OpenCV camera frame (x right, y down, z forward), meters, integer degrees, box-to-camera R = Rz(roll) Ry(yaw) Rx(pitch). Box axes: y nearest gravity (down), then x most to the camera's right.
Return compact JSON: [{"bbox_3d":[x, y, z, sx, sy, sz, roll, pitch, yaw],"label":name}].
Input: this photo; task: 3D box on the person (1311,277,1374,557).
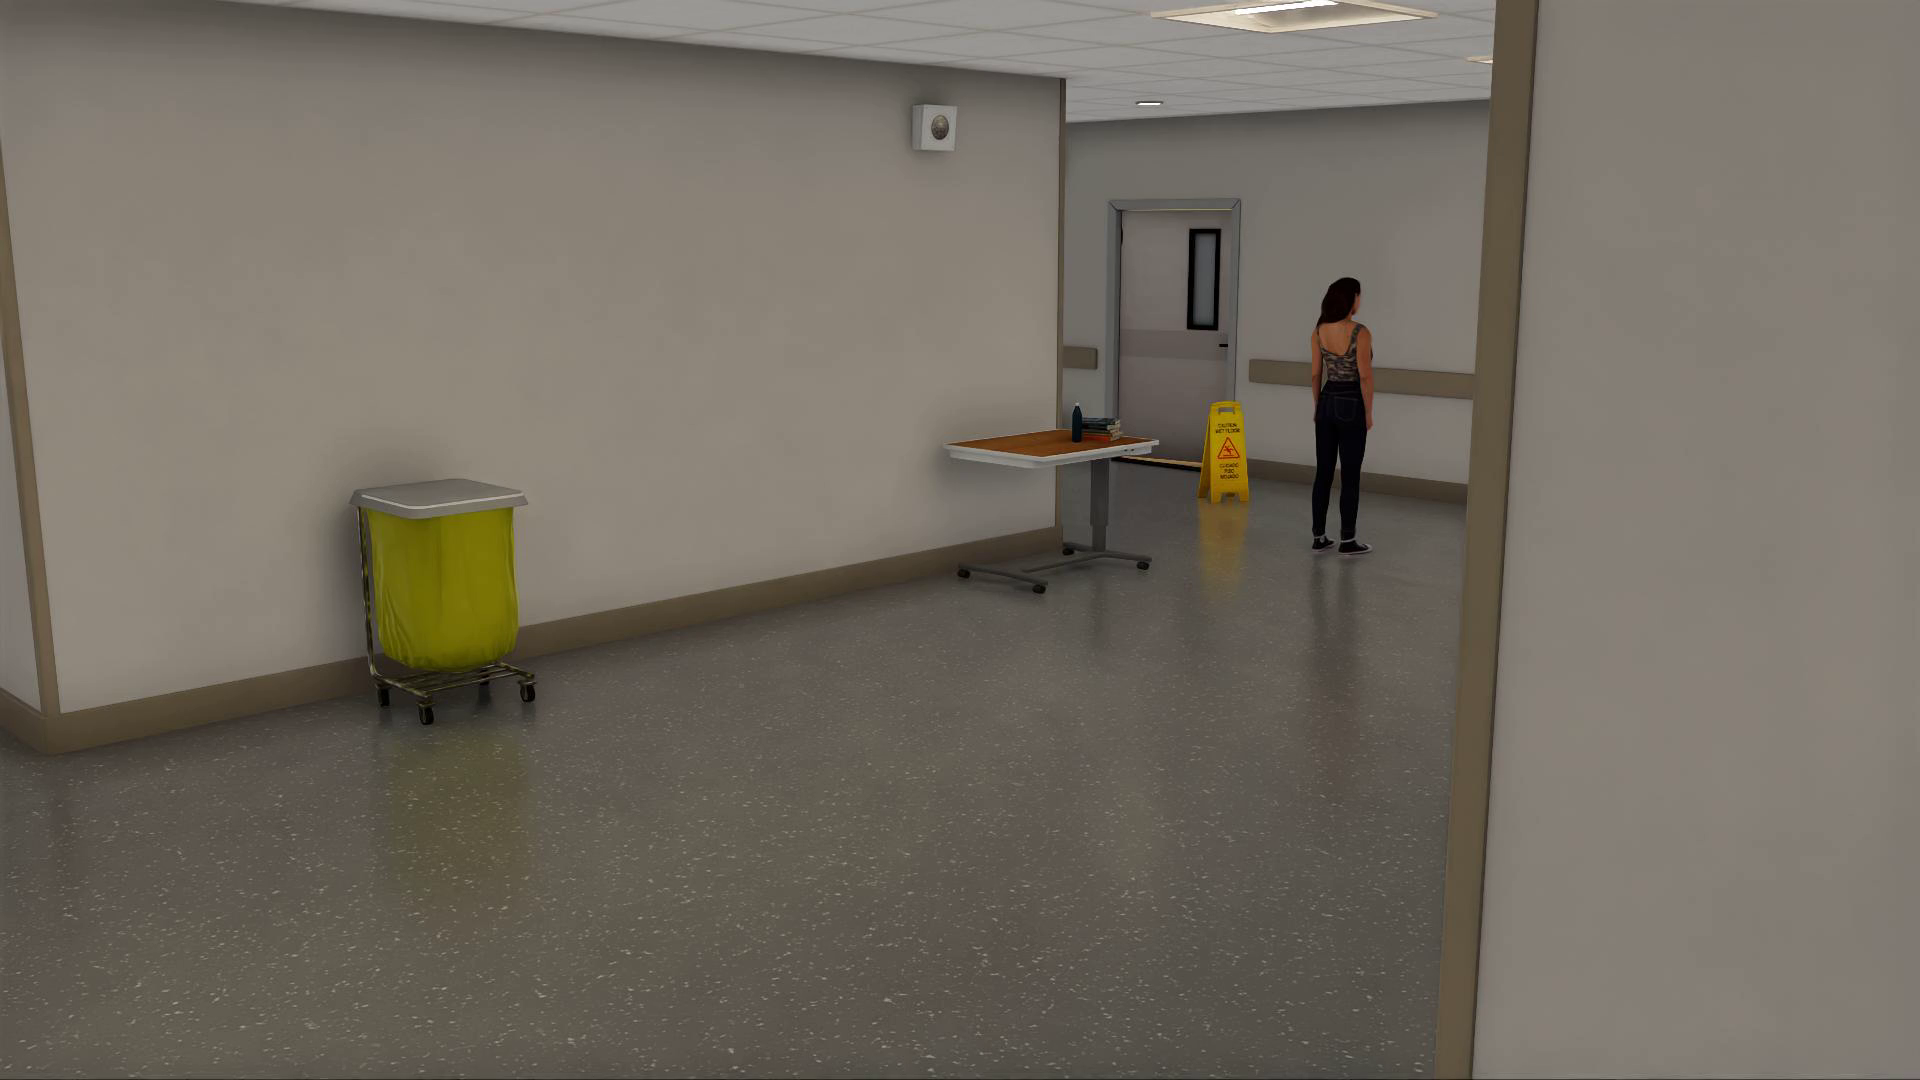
[{"bbox_3d":[2.445,-0.799,10.684,0.662,1.772,0.461,-10,15,-42],"label":"person"}]
